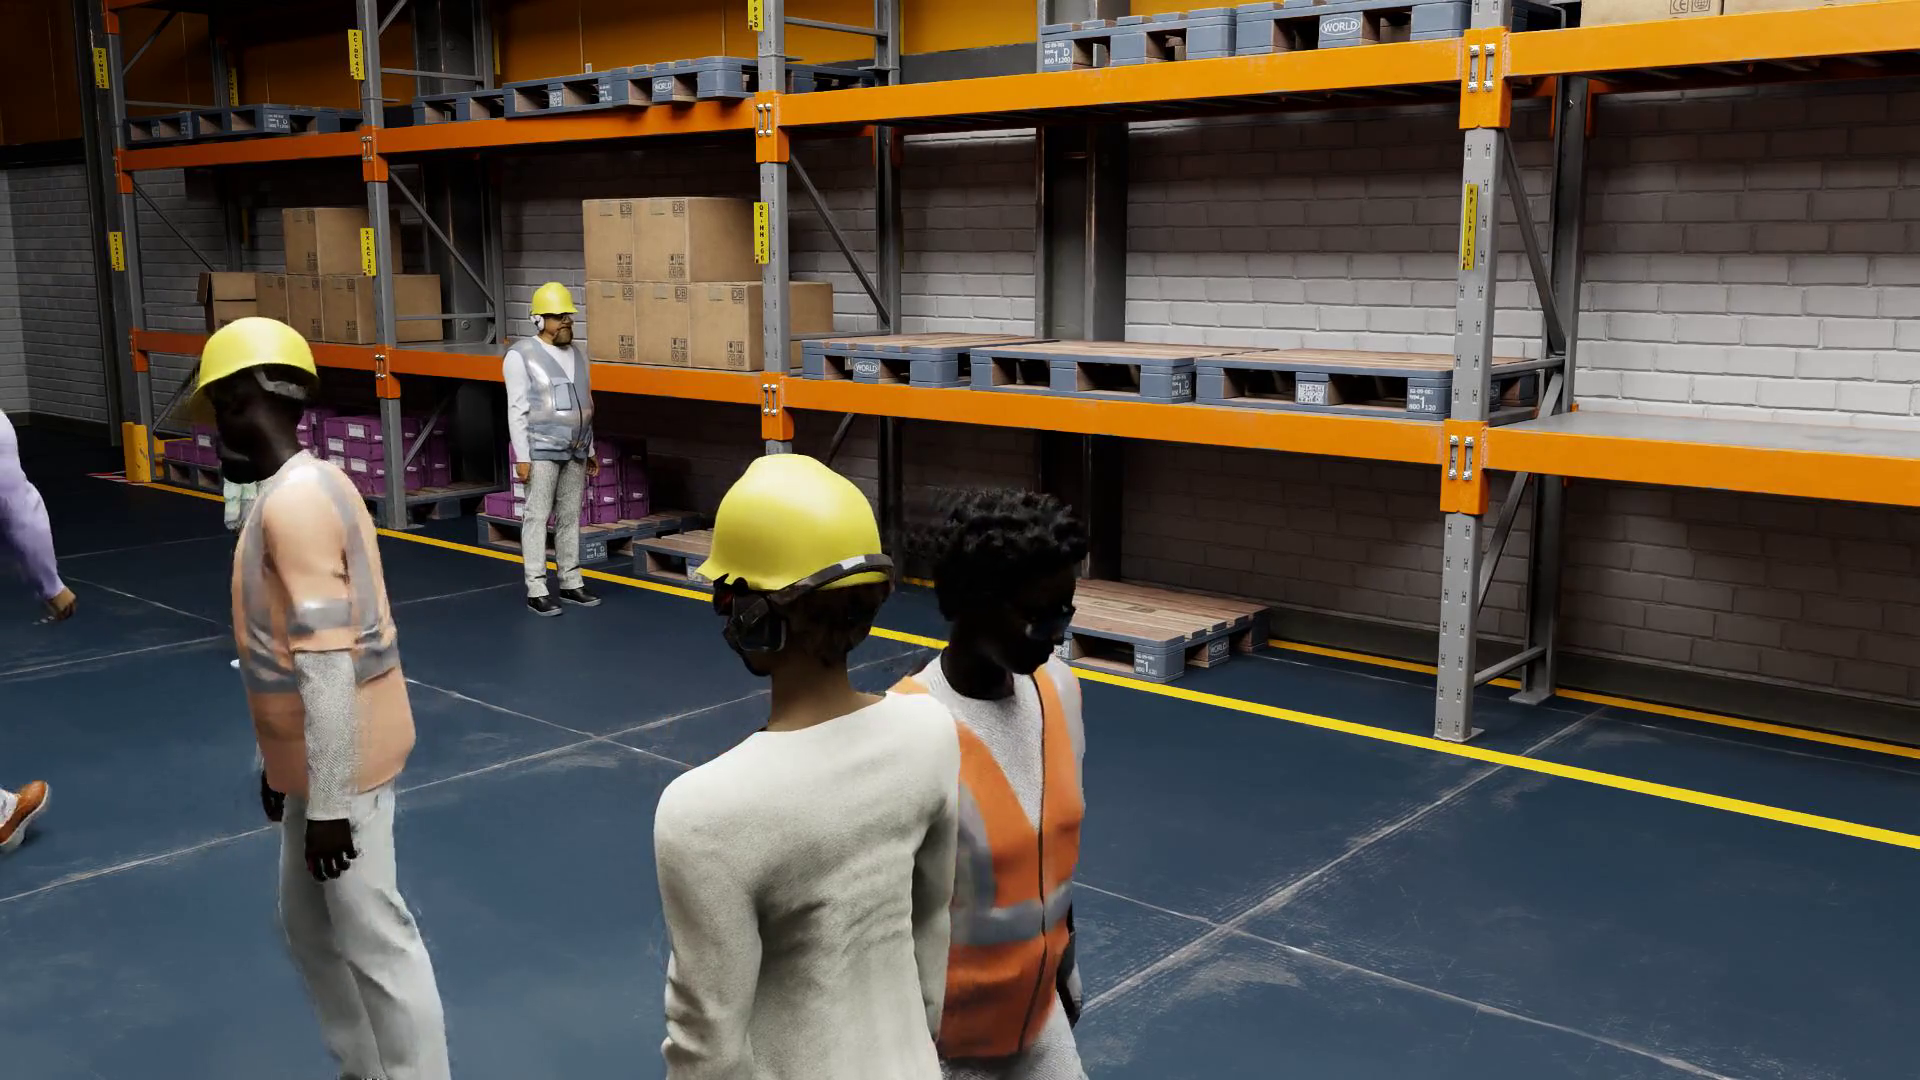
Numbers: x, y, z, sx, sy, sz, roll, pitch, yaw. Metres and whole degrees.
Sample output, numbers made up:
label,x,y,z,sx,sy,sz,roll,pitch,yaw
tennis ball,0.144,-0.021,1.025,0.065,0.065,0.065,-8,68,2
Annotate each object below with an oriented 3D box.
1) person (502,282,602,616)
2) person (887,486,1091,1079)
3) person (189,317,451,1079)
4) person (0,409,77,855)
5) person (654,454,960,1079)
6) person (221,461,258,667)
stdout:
label,x,y,z,sx,sy,sz,roll,pitch,yaw
person,-2.240,-0.507,9.256,0.403,1.835,0.586,7,12,33
person,-0.008,0.736,2.604,0.440,1.672,0.570,8,13,38
person,-1.344,0.477,3.558,0.451,1.880,0.658,-4,11,-24
person,-3.161,0.196,5.133,0.644,1.874,1.054,1,10,3
person,-0.199,0.768,2.193,0.308,1.769,0.525,7,12,35
person,-3.428,-0.197,8.096,0.288,1.626,0.497,0,10,2
